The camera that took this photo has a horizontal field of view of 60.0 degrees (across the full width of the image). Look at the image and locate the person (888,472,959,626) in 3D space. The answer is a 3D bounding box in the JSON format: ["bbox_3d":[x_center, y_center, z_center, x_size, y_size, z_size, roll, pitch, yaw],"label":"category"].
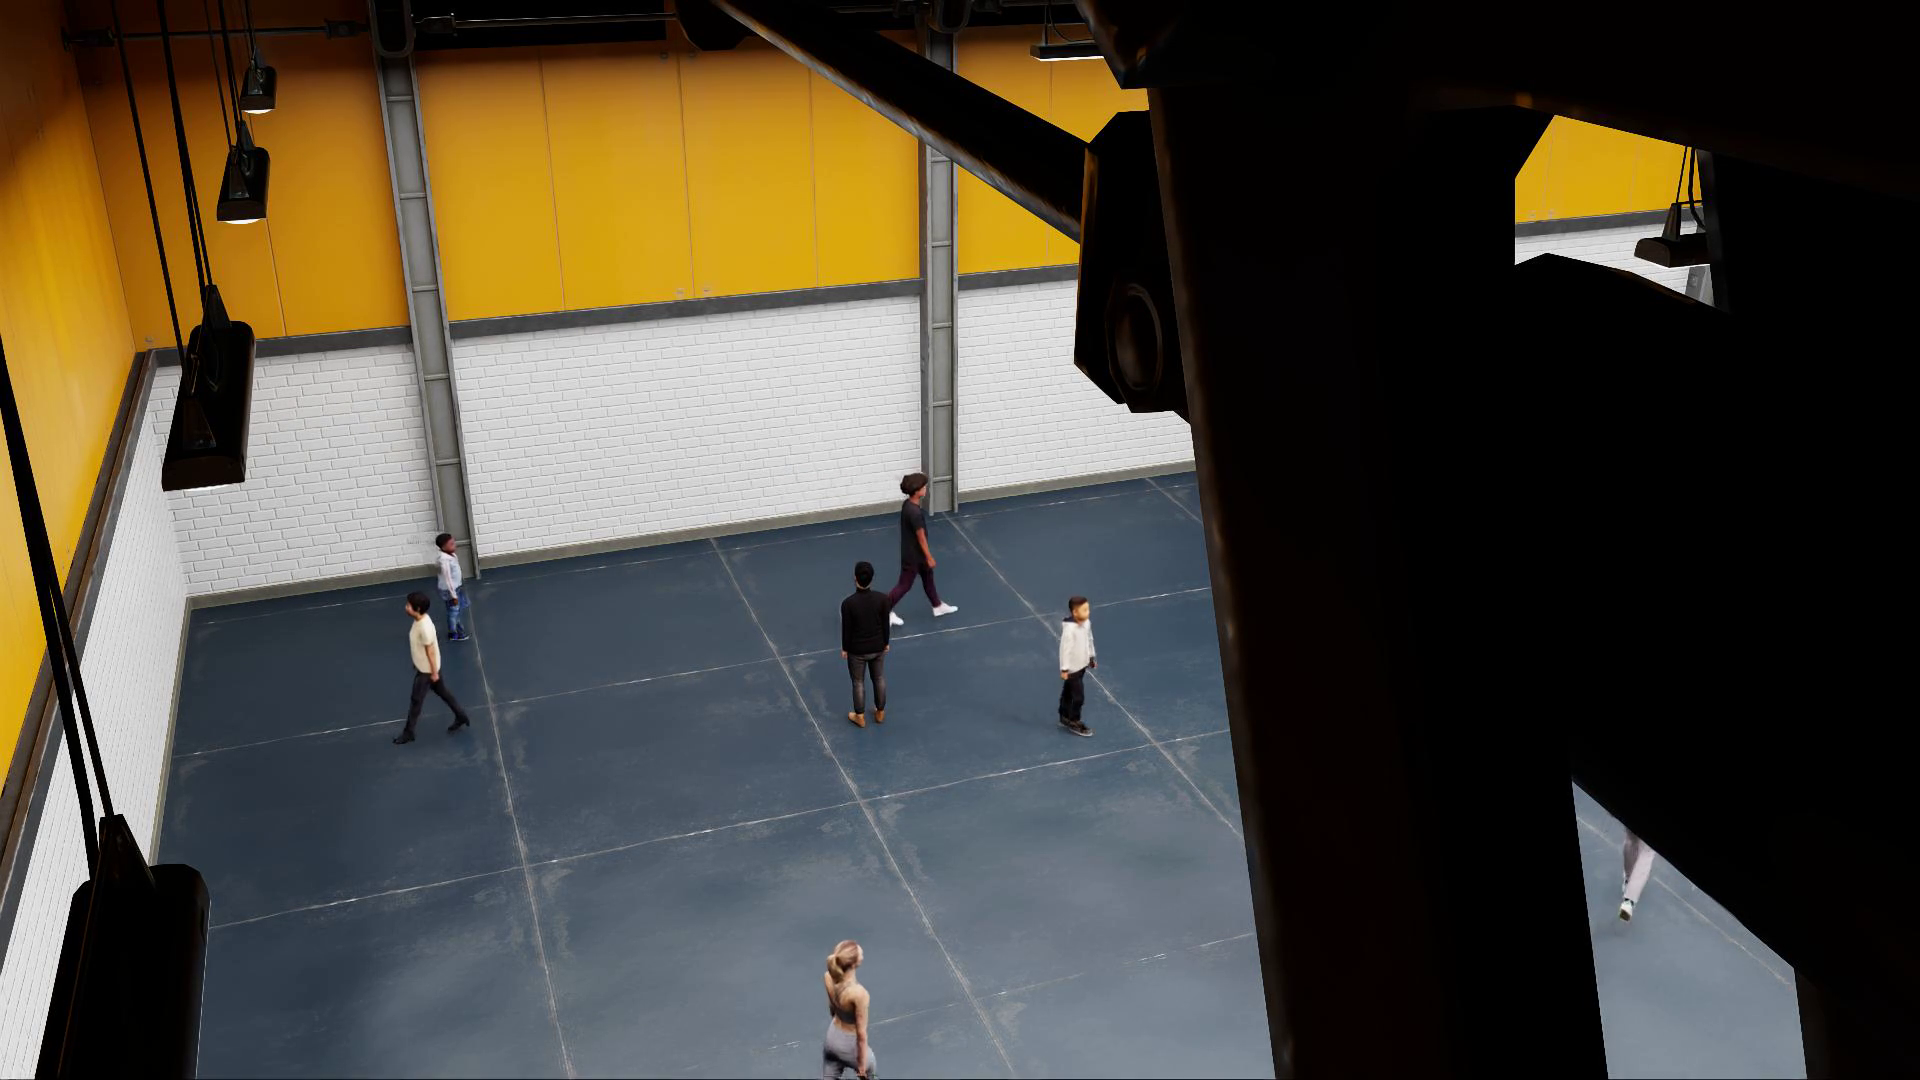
[{"bbox_3d":[-0.581,0.130,18.212,1.188,1.745,0.815,-2,24,-5],"label":"person"}]

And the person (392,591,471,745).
[{"bbox_3d":[-5.042,1.213,15.981,0.948,1.546,0.592,-8,25,-18],"label":"person"}]

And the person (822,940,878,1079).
[{"bbox_3d":[-0.807,3.381,10.879,0.972,1.661,1.208,19,30,36],"label":"person"}]

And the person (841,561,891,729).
[{"bbox_3d":[-0.918,1.009,16.229,0.465,1.722,0.703,-9,25,-20],"label":"person"}]

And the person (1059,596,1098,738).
[{"bbox_3d":[1.050,1.192,16.157,0.816,1.445,0.753,12,26,25],"label":"person"}]

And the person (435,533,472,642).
[{"bbox_3d":[-5.558,0.502,17.979,0.588,1.249,0.553,-2,24,-5],"label":"person"}]
